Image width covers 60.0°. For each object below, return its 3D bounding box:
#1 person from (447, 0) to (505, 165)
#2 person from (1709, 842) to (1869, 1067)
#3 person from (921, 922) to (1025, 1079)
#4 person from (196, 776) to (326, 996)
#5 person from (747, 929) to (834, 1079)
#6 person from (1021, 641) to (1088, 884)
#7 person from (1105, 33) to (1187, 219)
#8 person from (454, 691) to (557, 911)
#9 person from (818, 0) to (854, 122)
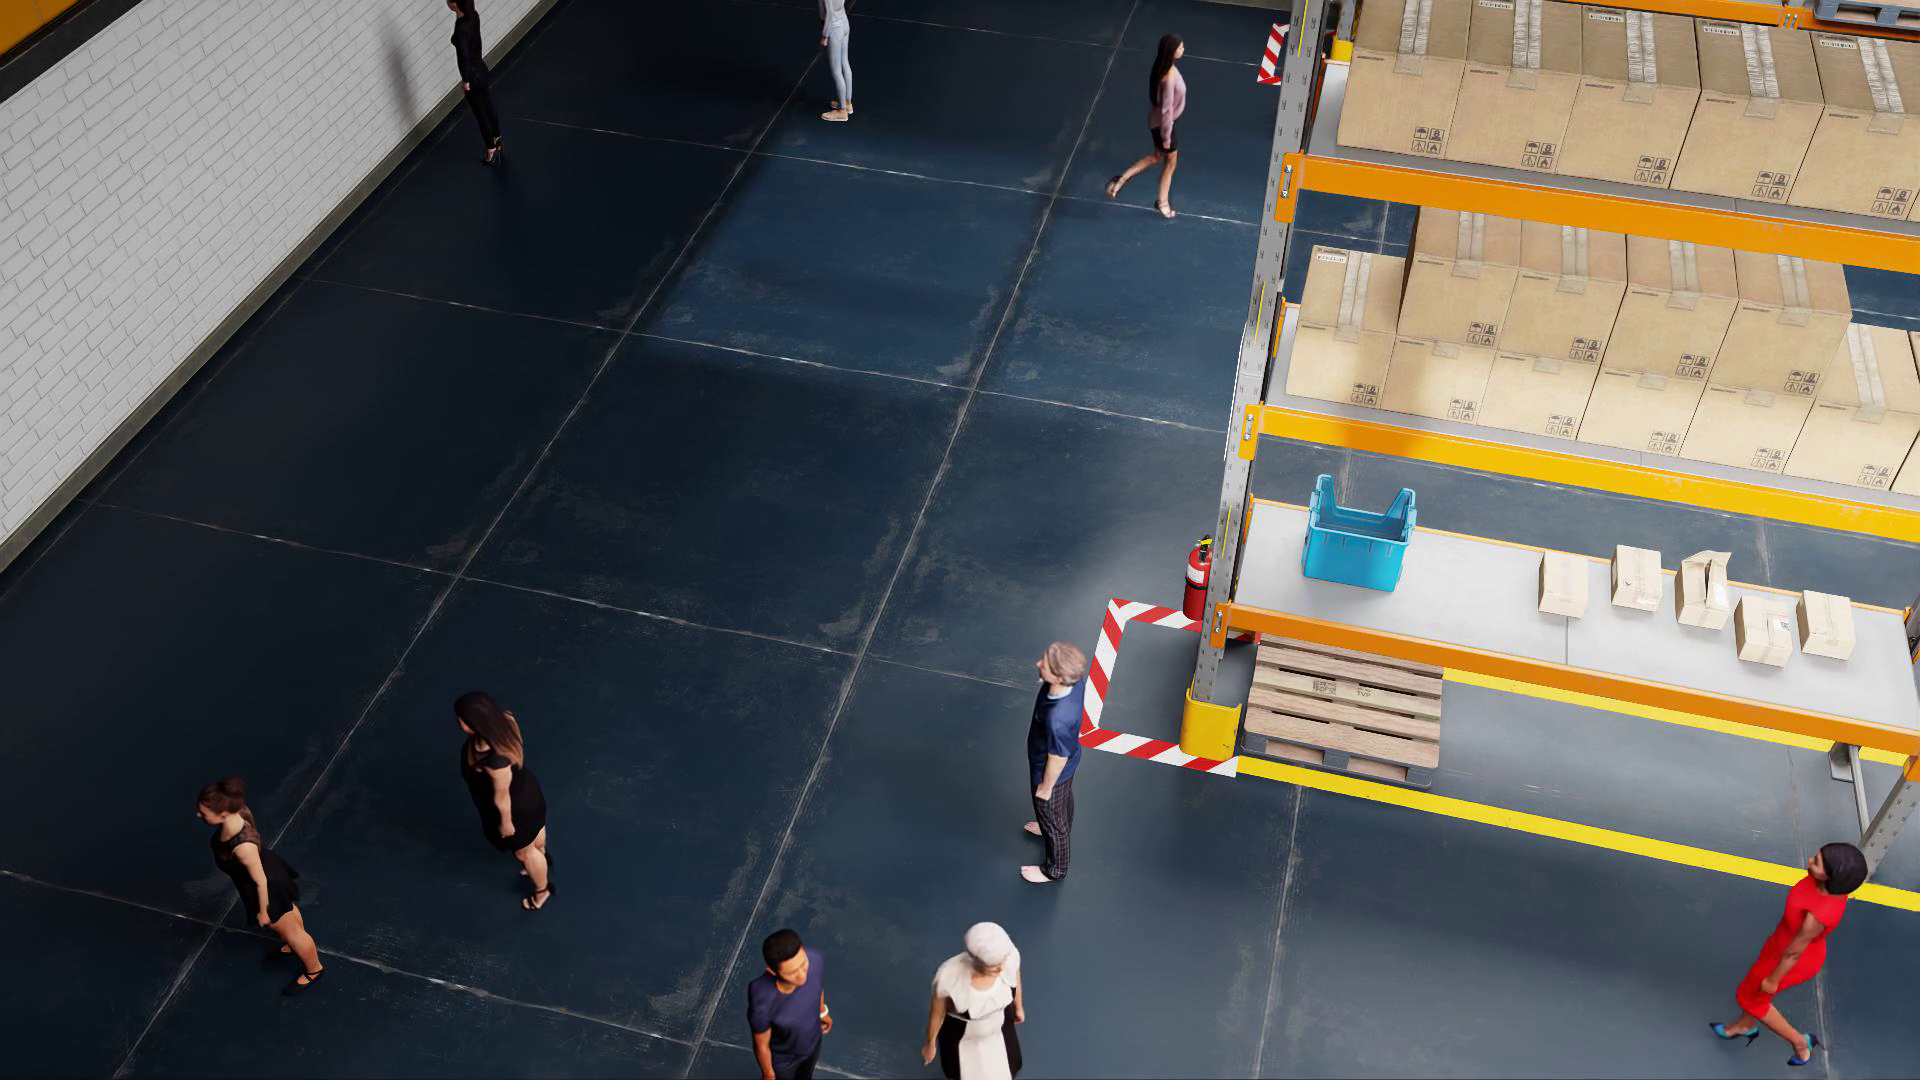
[{"bbox_3d":[-4.483,-4.293,15.357,0.537,1.712,0.611,4,44,4],"label":"person"},{"bbox_3d":[4.343,2.181,8.547,0.809,1.732,0.680,20,47,20],"label":"person"},{"bbox_3d":[0.063,2.355,8.360,0.893,1.737,0.962,-11,45,-11],"label":"person"},{"bbox_3d":[-3.760,1.841,8.946,0.739,1.674,0.673,-24,49,-23],"label":"person"},{"bbox_3d":[-0.840,2.457,8.213,0.681,1.793,0.715,29,51,27],"label":"person"},{"bbox_3d":[0.540,1.244,9.429,0.575,1.872,0.681,6,44,6],"label":"person"},{"bbox_3d":[1.684,-3.588,14.556,0.986,1.796,0.793,-1,44,-1],"label":"person"},{"bbox_3d":[-2.510,1.451,9.326,0.756,1.714,0.745,-9,44,-9],"label":"person"},{"bbox_3d":[-1.194,-4.873,15.905,0.510,1.796,0.594,13,45,13],"label":"person"}]
